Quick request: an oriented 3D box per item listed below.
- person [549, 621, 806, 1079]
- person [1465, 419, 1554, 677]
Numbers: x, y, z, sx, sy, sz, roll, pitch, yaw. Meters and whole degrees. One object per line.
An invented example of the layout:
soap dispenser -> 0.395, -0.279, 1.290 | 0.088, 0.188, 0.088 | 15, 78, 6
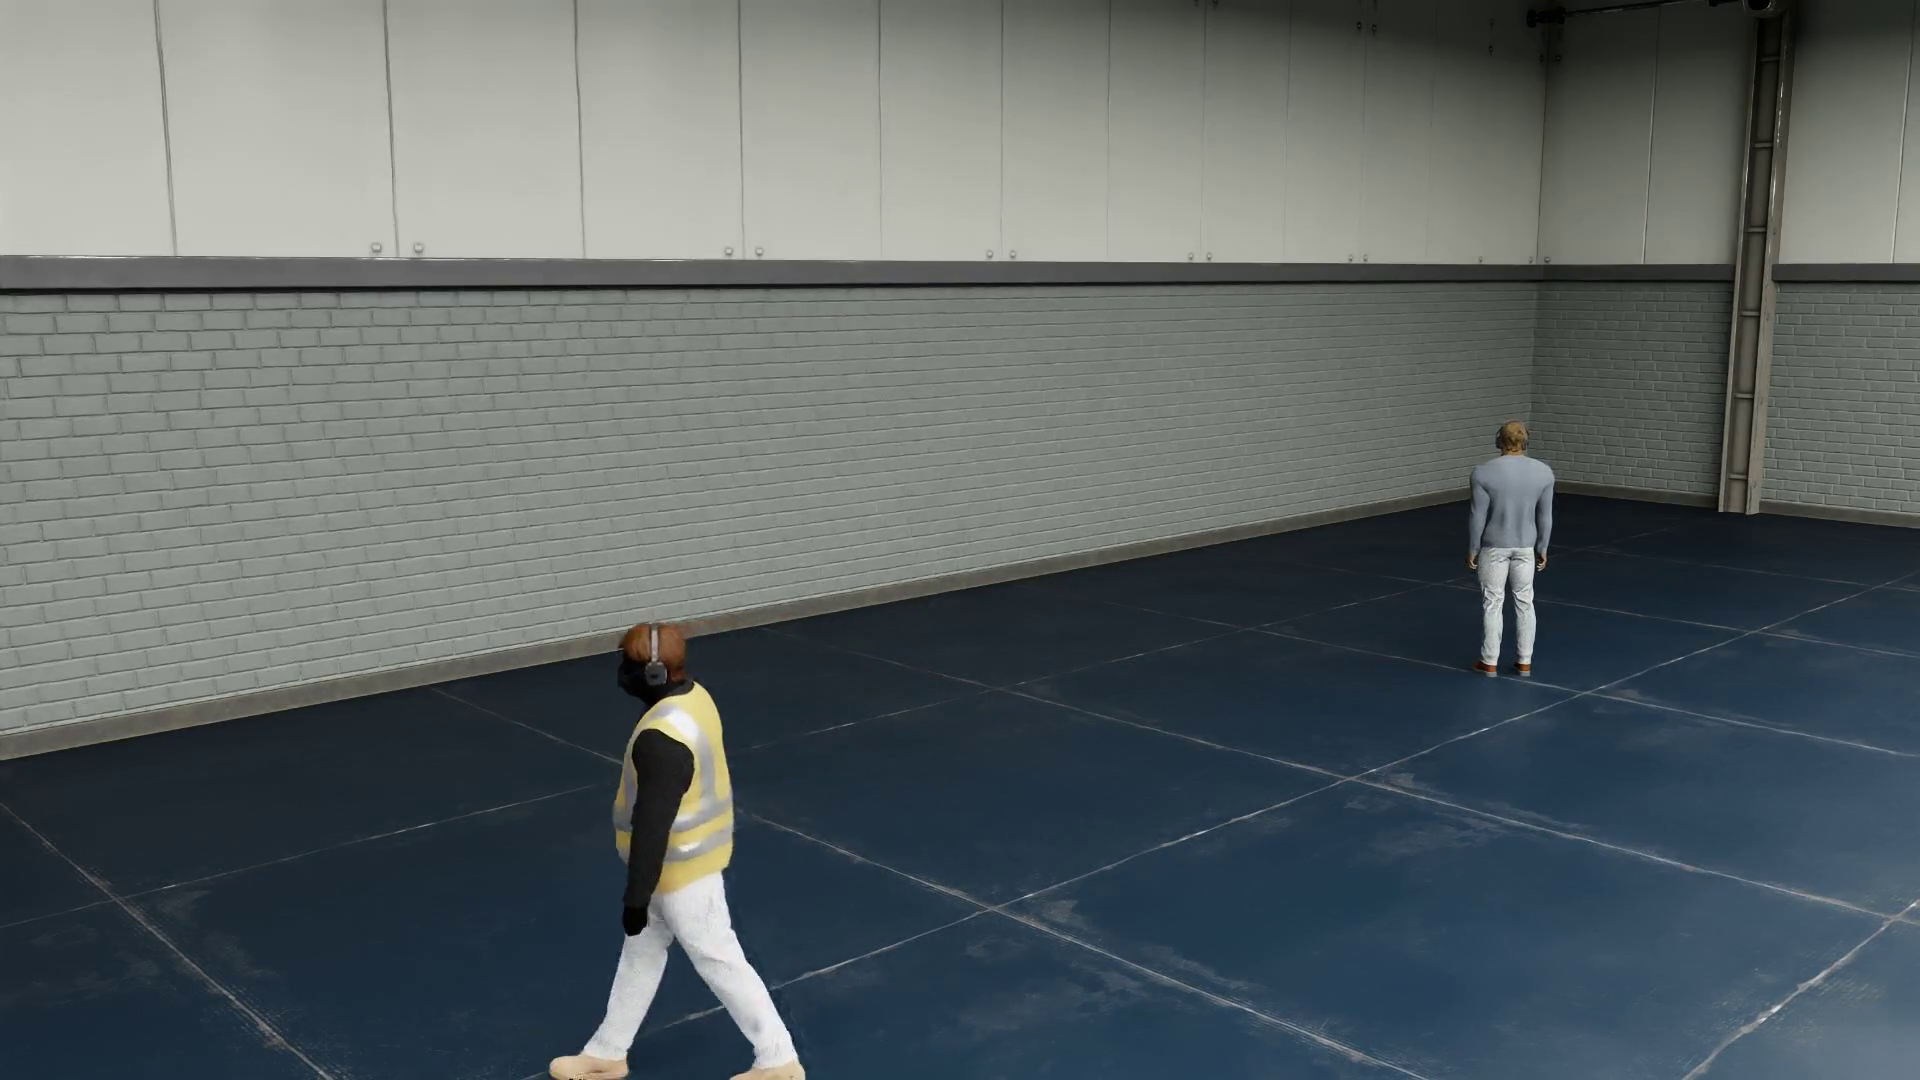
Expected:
person -> -1.021, 1.176, 6.074 | 0.971, 1.794, 0.645 | 0, 9, -2
person -> 4.109, 0.066, 12.474 | 0.635, 1.937, 0.352 | 0, 9, -1
